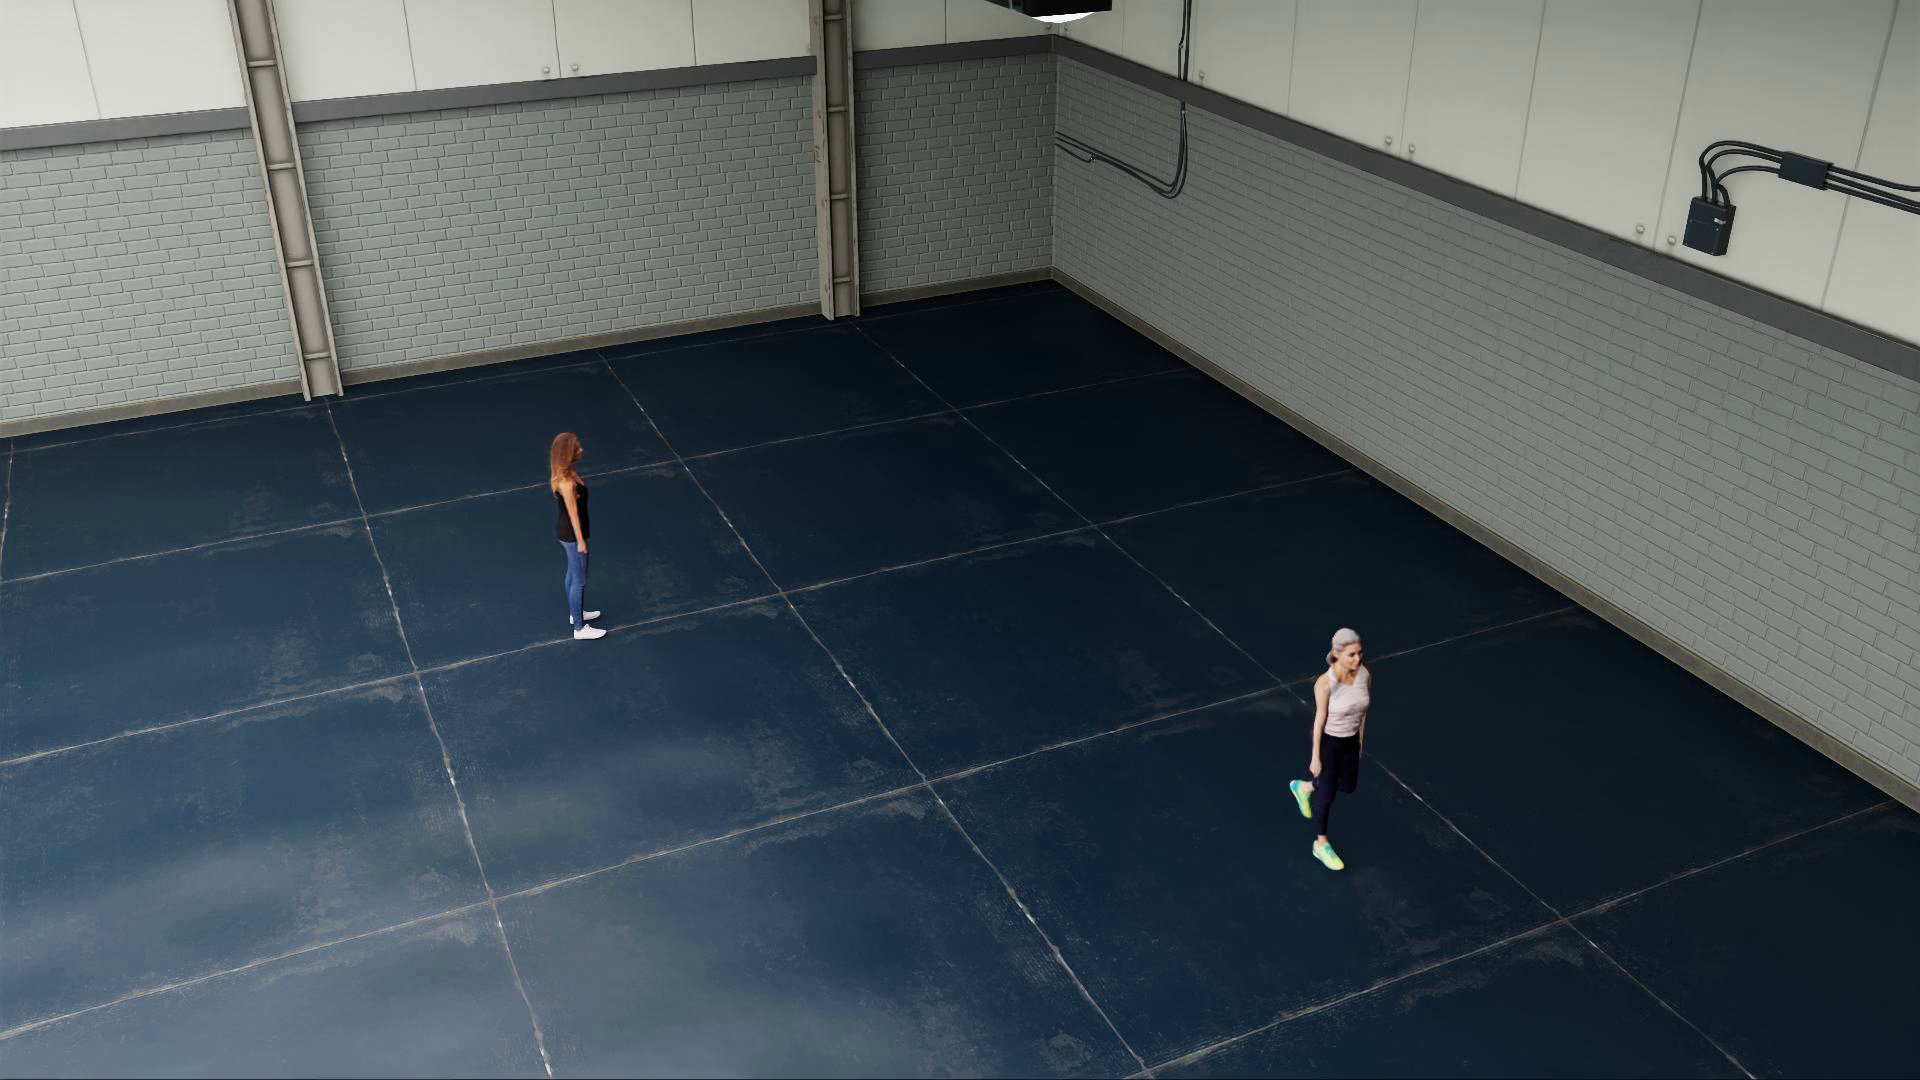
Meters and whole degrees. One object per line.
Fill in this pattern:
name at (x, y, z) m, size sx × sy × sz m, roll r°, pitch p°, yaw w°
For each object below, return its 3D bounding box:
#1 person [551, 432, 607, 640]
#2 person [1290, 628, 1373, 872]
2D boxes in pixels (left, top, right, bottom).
person at (-3.048, -0.055, 13.126) m, size 0.538 × 1.721 × 0.617 m, roll -8°, pitch 28°, yaw -16°
person at (2.327, 1.262, 10.601) m, size 0.815 × 1.691 × 0.692 m, roll -14°, pitch 31°, yaw -26°
